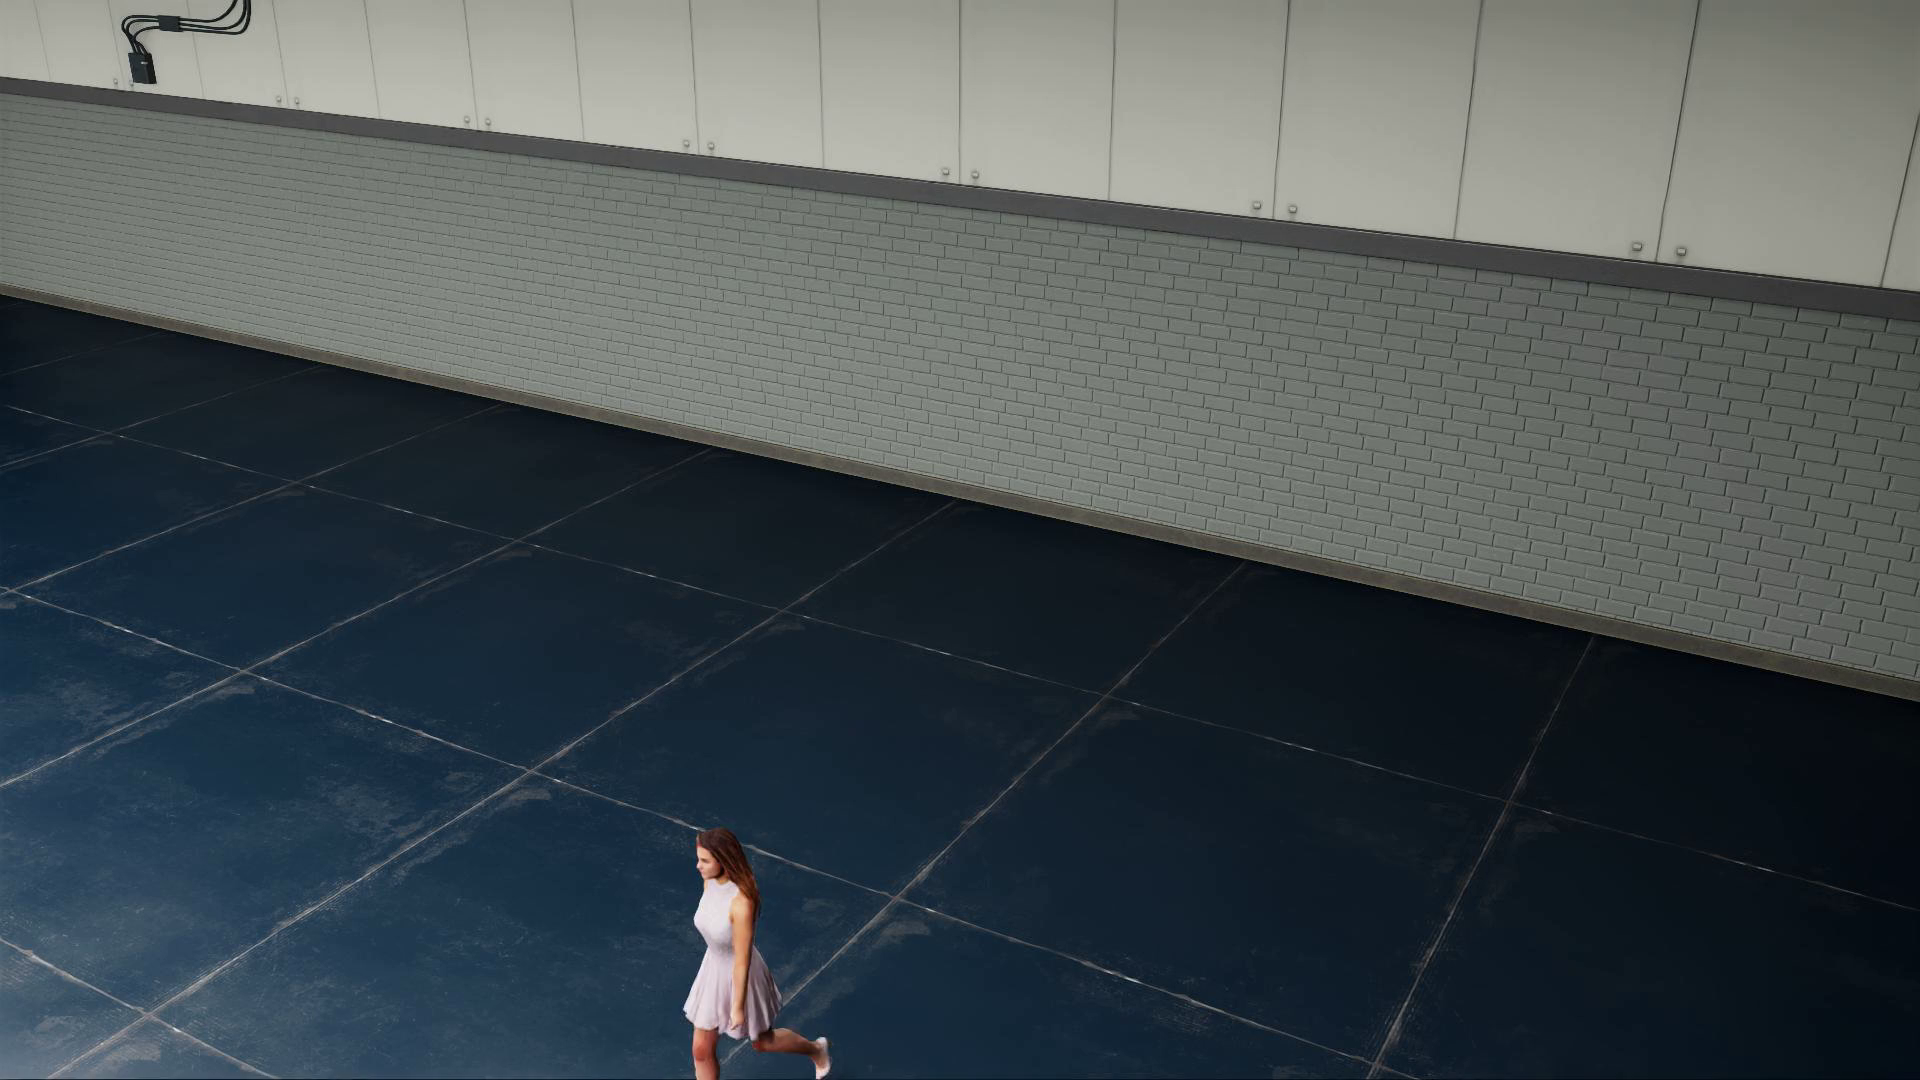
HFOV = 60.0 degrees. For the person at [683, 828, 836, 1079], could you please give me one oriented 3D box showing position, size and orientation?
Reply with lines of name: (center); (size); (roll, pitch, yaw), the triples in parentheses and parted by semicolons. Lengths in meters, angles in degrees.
person: (-1.007, 2.156, 8.071); (1.168, 1.735, 0.804); (-19, 30, -38)
